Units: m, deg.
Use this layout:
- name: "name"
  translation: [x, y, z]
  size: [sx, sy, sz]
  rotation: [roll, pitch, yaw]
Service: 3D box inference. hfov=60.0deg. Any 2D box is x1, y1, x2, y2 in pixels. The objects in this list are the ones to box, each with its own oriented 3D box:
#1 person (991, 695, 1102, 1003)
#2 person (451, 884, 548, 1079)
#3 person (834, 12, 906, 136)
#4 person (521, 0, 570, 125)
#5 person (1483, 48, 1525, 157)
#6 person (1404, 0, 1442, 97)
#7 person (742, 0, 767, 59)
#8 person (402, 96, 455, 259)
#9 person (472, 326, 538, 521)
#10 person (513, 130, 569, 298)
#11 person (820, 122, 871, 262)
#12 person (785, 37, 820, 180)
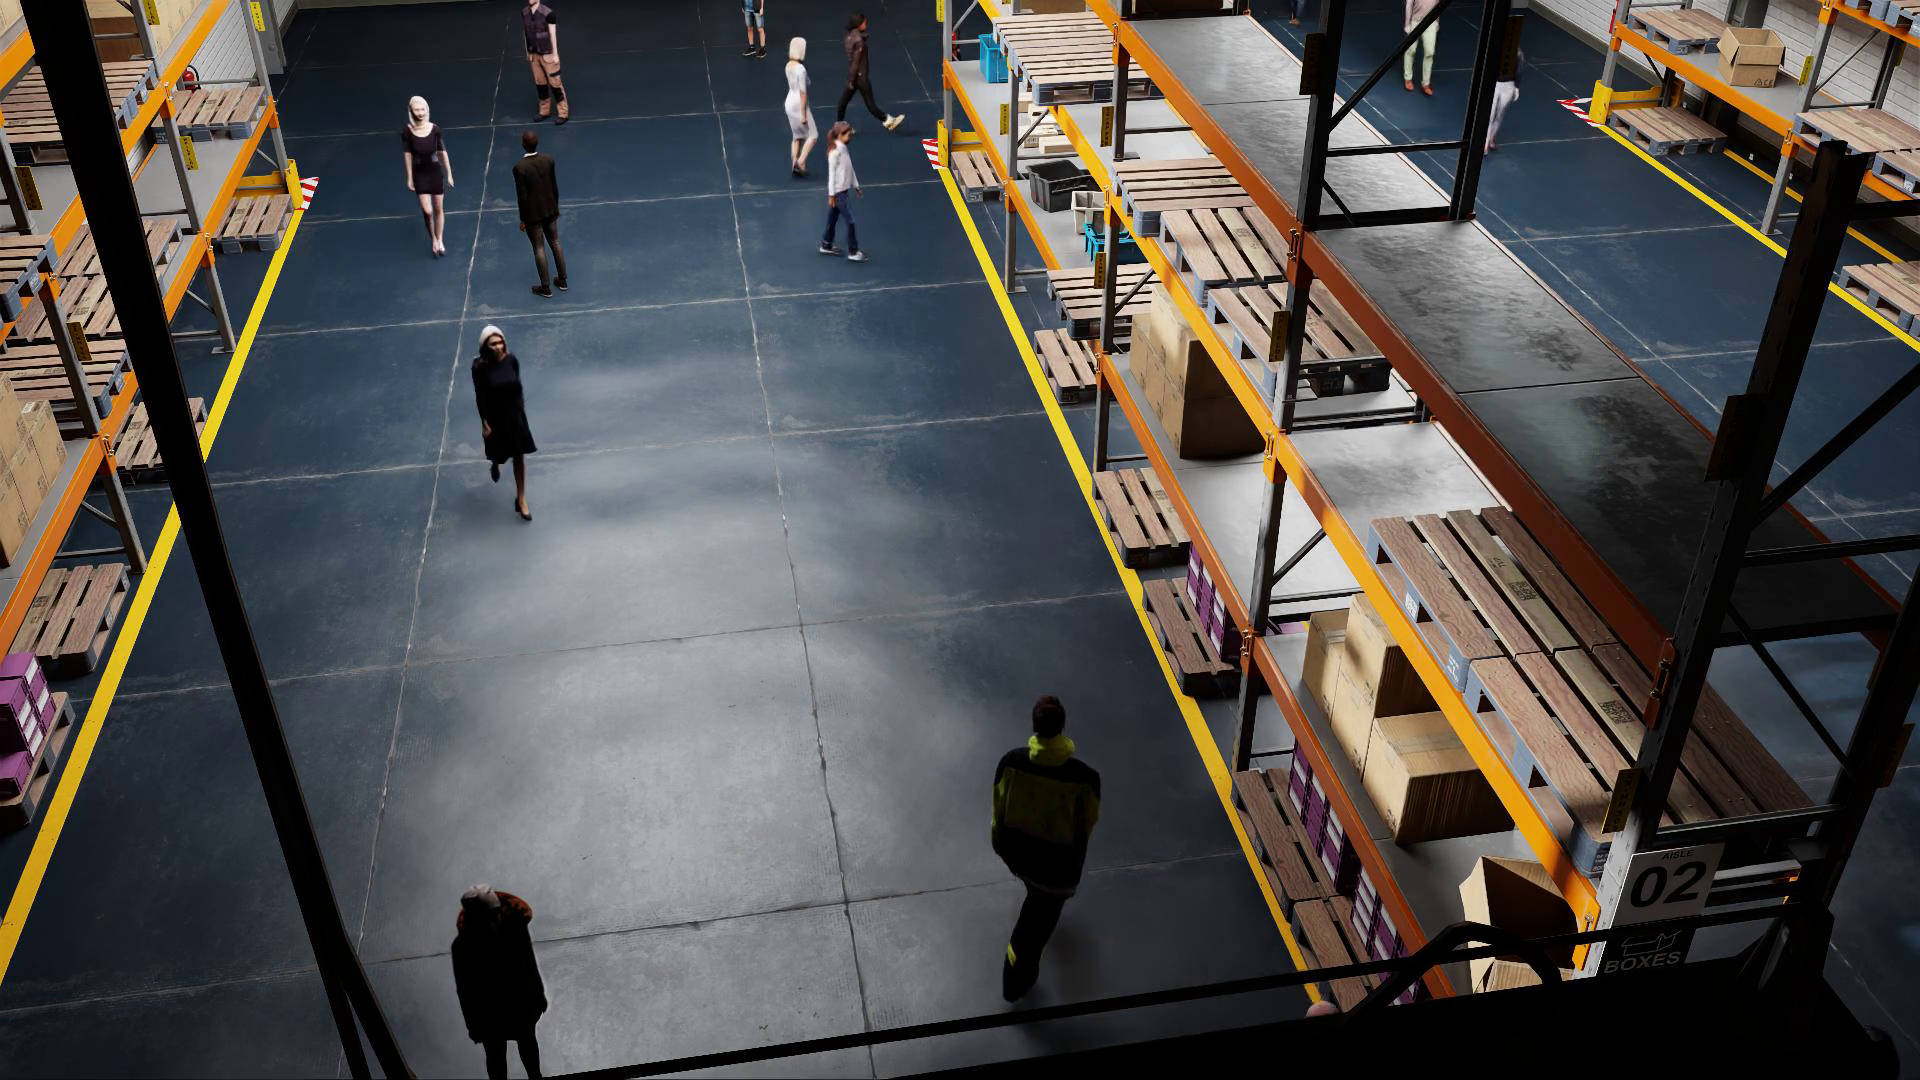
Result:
- name: "person"
  translation: [0.450, 1.837, 9.522]
  size: [1.200, 1.913, 1.347]
  rotation: [15, 36, 21]
- name: "person"
  translation: [-2.429, 2.456, 8.844]
  size: [0.740, 1.634, 0.767]
  rotation: [-24, 40, -31]
- name: "person"
  translation: [-1.175, -6.030, 21.612]
  size: [0.786, 1.632, 1.107]
  rotation: [8, 34, 11]
- name: "person"
  translation: [-5.524, -6.477, 22.097]
  size: [0.769, 1.841, 0.782]
  rotation: [13, 36, 19]
- name: "person"
  translation: [6.878, -5.728, 21.212]
  size: [0.833, 1.572, 1.058]
  rotation: [5, 34, 8]
- name: "person"
  translation: [6.410, -7.208, 23.189]
  size: [0.782, 1.848, 0.962]
  rotation: [-1, 34, -2]
- name: "person"
  translation: [-3.052, -7.890, 24.578]
  size: [0.626, 1.447, 0.670]
  rotation: [15, 37, 22]
- name: "person"
  translation: [-5.919, -4.044, 18.456]
  size: [0.719, 1.818, 0.738]
  rotation: [-16, 37, -23]
- name: "person"
  translation: [-3.865, -1.016, 13.976]
  size: [0.840, 1.734, 0.989]
  rotation: [-23, 40, -31]
- name: "person"
  translation: [-4.436, -3.461, 17.596]
  size: [0.773, 1.800, 0.740]
  rotation: [26, 42, 33]
- name: "person"
  translation: [-1.417, -3.881, 18.478]
  size: [0.836, 1.523, 0.886]
  rotation: [10, 35, 15]
- name: "person"
  translation: [-2.040, -5.231, 20.320]
  size: [0.741, 1.733, 0.644]
  rotation: [-22, 40, -30]
